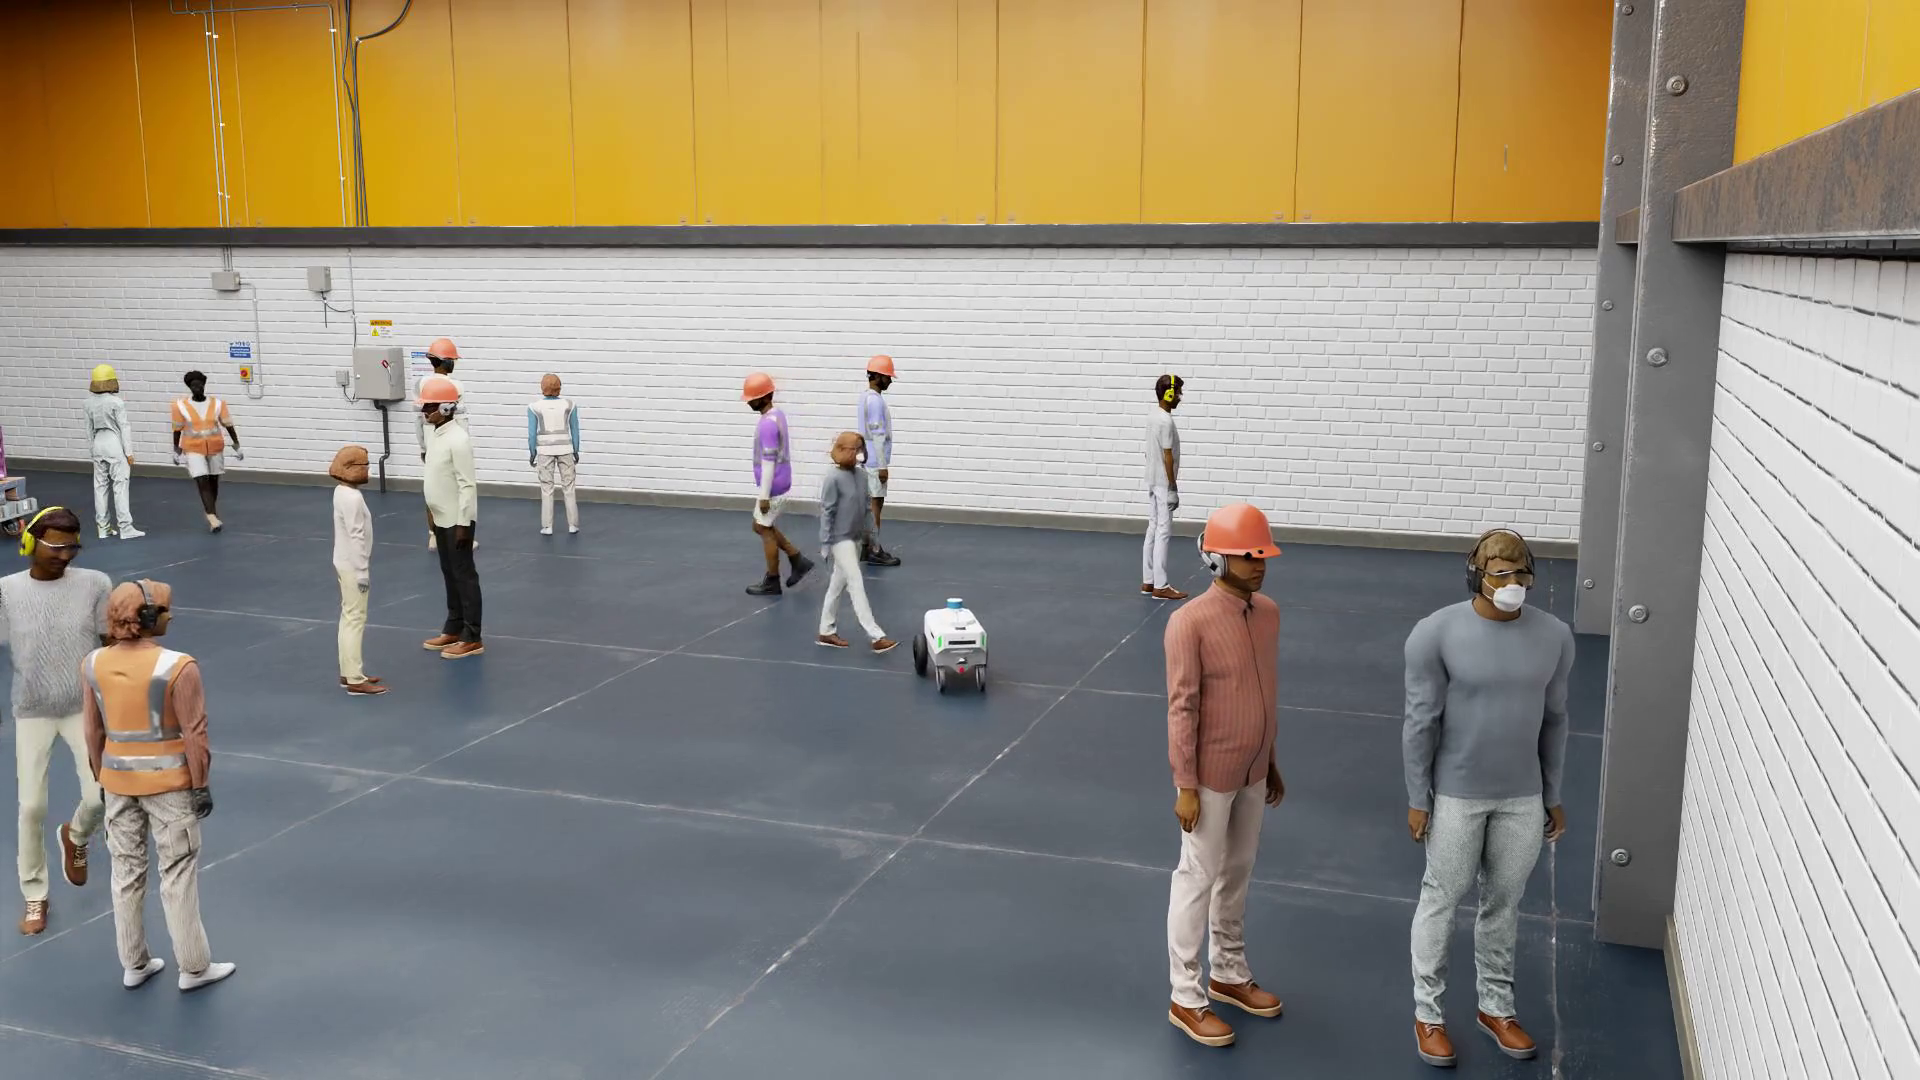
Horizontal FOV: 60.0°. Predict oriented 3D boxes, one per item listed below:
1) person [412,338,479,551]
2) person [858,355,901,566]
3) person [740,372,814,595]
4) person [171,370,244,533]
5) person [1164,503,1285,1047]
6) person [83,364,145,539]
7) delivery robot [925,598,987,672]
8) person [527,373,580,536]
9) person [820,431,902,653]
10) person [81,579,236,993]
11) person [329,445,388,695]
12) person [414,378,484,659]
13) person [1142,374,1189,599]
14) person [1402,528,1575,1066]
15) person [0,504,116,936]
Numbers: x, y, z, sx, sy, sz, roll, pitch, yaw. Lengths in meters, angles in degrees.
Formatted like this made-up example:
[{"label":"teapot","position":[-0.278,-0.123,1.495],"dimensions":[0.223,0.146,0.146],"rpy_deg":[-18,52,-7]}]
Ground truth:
[{"label":"person","position":[-4.903,-0.900,15.884],"dimensions":[0.614,2.041,0.390],"rpy_deg":[5,11,26]},{"label":"person","position":[-0.749,-0.728,15.237],"dimensions":[0.373,1.928,0.543],"rpy_deg":[-3,10,-16]},{"label":"person","position":[-1.550,-0.456,13.795],"dimensions":[0.503,1.892,0.606],"rpy_deg":[0,10,-2]},{"label":"person","position":[-7.662,-0.905,16.971],"dimensions":[0.637,1.639,0.846],"rpy_deg":[-8,13,-37]},{"label":"person","position":[0.994,0.847,6.179],"dimensions":[0.375,1.995,0.609],"rpy_deg":[10,14,43]},{"label":"person","position":[-8.475,-0.880,16.609],"dimensions":[0.487,1.746,0.288],"rpy_deg":[2,10,12]},{"label":"delivery robot","position":[-0.034,0.636,11.156],"dimensions":[0.477,0.478,0.707],"rpy_deg":[-1,10,-8]},{"label":"person","position":[-4.090,-0.860,16.786],"dimensions":[0.513,1.642,0.313],"rpy_deg":[-3,11,-19]},{"label":"person","position":[-0.711,0.021,11.923],"dimensions":[0.801,1.592,0.523],"rpy_deg":[5,11,26]},{"label":"person","position":[-3.165,0.968,6.510],"dimensions":[0.514,1.636,0.315],"rpy_deg":[2,10,11]},{"label":"person","position":[-3.955,0.191,10.888],"dimensions":[0.266,1.631,0.507],"rpy_deg":[-5,11,-27]},{"label":"person","position":[-3.634,-0.158,11.837],"dimensions":[0.392,1.995,0.612],"rpy_deg":[-7,12,-35]},{"label":"person","position":[1.698,-0.441,13.817],"dimensions":[0.328,1.862,0.521],"rpy_deg":[-2,10,-13]},{"label":"person","position":[1.886,0.913,5.964],"dimensions":[0.631,1.940,0.372],"rpy_deg":[-2,10,-10]},{"label":"person","position":[-3.938,0.746,7.202],"dimensions":[0.632,1.842,0.549],"rpy_deg":[-6,12,-32]}]
